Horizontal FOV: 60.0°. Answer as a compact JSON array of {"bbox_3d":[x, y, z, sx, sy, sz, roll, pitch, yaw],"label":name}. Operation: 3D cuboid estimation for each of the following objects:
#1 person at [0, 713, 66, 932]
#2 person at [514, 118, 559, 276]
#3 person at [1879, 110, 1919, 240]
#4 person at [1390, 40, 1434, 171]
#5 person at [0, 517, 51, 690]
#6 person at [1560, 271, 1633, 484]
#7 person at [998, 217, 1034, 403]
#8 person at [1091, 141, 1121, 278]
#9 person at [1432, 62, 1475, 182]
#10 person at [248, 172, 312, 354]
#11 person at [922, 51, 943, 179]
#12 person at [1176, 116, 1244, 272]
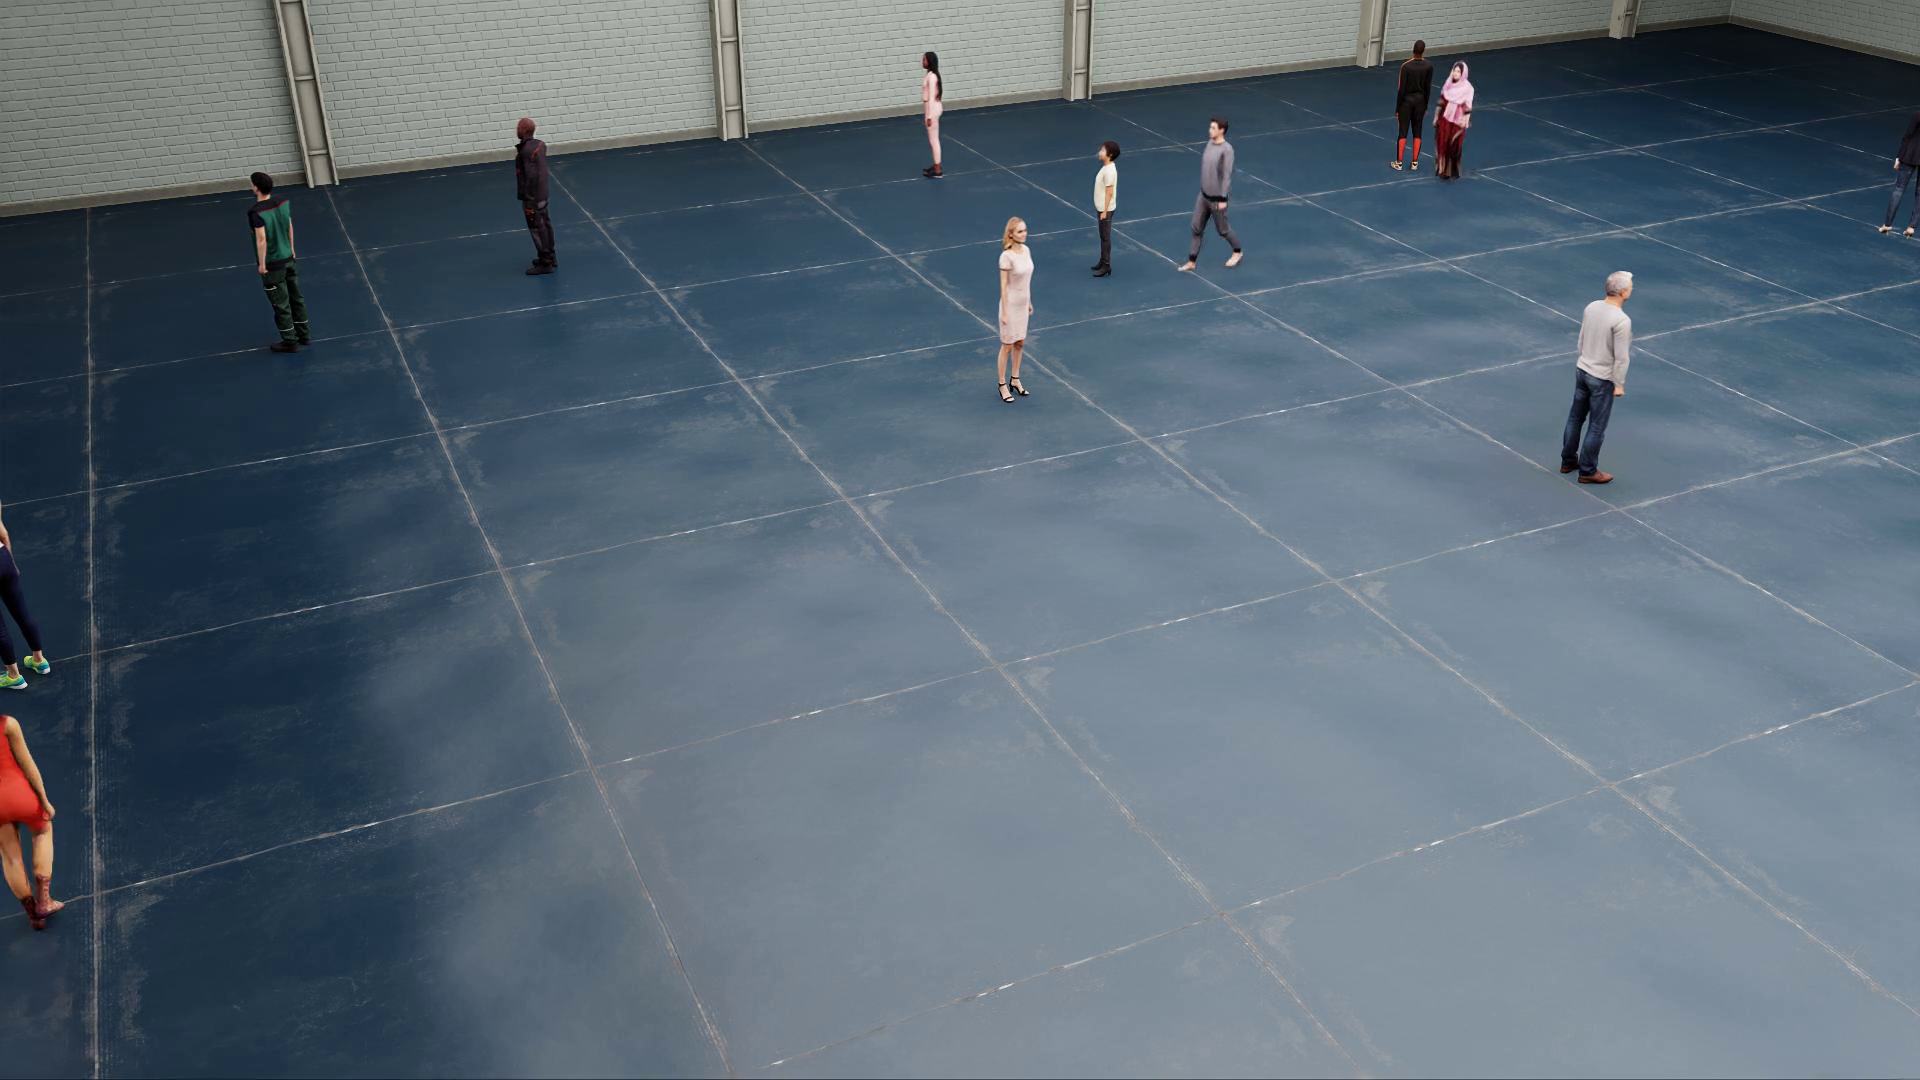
[{"bbox_3d":[-5.322,1.509,9.258,0.554,1.707,0.692,-9,29,-16],"label":"person"},{"bbox_3d":[-4.996,-4.064,19.597,0.765,1.825,0.792,0,28,0],"label":"person"},{"bbox_3d":[10.872,-4.328,18.910,0.817,1.783,0.794,8,29,14],"label":"person"},{"bbox_3d":[6.413,-6.168,23.566,0.602,1.808,0.749,-1,28,-2],"label":"person"},{"bbox_3d":[-6.784,0.246,11.637,0.745,1.701,0.674,11,30,20],"label":"person"},{"bbox_3d":[5.591,-1.433,14.566,0.652,1.911,0.750,-9,29,-16],"label":"person"},{"bbox_3d":[0.525,-2.255,16.195,0.697,1.830,0.557,24,36,37],"label":"person"},{"bbox_3d":[1.709,-3.903,19.547,0.645,1.588,0.662,1,28,1],"label":"person"},{"bbox_3d":[6.888,-5.844,23.153,0.755,1.625,0.781,25,37,38],"label":"person"},{"bbox_3d":[-7.121,-2.911,17.351,0.800,1.901,0.753,8,29,15],"label":"person"},{"bbox_3d":[-0.373,-5.960,23.271,0.639,1.718,0.669,-2,28,-3],"label":"person"},{"bbox_3d":[3.076,-4.073,19.621,1.117,1.819,0.710,-13,31,-24],"label":"person"}]
